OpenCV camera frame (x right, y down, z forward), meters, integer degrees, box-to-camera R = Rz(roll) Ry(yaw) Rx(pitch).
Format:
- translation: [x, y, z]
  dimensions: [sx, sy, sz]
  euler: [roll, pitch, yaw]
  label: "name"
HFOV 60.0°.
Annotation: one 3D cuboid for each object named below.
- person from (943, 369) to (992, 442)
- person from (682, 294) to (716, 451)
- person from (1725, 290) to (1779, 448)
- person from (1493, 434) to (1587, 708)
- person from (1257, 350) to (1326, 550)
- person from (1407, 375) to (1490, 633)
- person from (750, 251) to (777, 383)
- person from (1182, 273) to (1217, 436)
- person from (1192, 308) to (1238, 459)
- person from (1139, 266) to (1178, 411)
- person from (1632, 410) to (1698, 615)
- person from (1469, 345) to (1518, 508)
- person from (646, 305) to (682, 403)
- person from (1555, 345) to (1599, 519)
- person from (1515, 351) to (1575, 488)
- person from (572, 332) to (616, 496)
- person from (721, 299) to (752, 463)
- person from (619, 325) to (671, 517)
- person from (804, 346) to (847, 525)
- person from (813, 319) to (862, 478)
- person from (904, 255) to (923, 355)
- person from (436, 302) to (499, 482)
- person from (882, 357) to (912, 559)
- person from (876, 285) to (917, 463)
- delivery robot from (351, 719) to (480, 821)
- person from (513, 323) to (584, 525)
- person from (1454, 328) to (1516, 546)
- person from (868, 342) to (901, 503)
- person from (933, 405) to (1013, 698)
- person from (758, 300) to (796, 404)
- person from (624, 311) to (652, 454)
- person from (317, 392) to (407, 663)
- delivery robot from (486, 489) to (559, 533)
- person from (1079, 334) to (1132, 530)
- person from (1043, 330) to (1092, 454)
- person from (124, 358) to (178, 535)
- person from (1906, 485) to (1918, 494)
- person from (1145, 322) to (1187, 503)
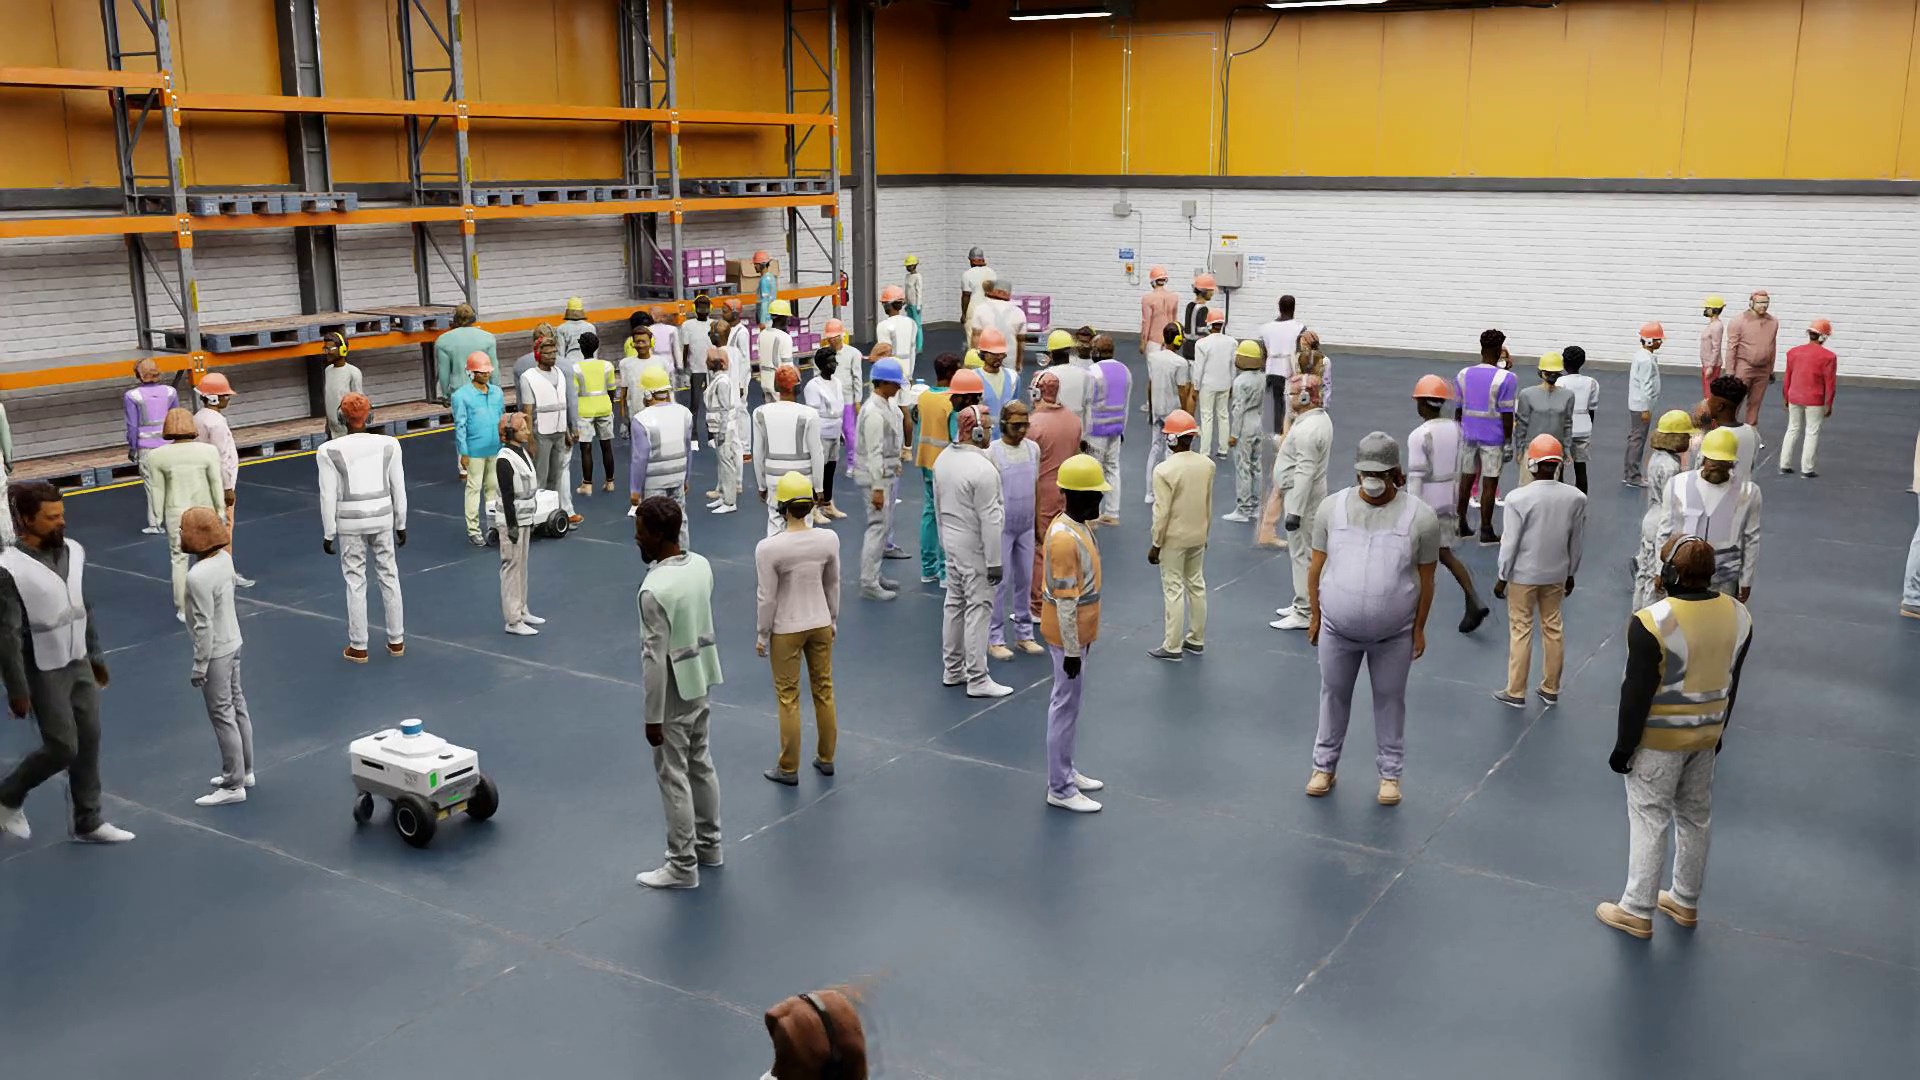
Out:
- translation: [0.067, -0.302, 12.341]
  dimensions: [0.378, 1.938, 0.547]
  euler: [-1, 13, -4]
  label: "person"
- translation: [-3.060, -2.000, 19.871]
  dimensions: [0.514, 1.865, 0.329]
  euler: [-6, 14, -24]
  label: "person"
- translation: [9.494, -2.036, 19.932]
  dimensions: [0.652, 1.906, 0.402]
  euler: [-2, 13, -10]
  label: "person"
- translation: [3.664, 0.194, 10.591]
  dimensions: [0.575, 1.749, 0.336]
  euler: [-3, 13, -13]
  label: "person"
- translation: [3.107, -0.779, 14.719]
  dimensions: [0.957, 1.793, 0.531]
  euler: [1, 13, 6]
  label: "person"
- translation: [3.533, -0.269, 12.313]
  dimensions: [0.537, 1.899, 0.930]
  euler: [-8, 15, -30]
  label: "person"
- translation: [-3.040, -3.464, 25.853]
  dimensions: [0.406, 2.035, 0.608]
  euler: [0, 13, 1]
  label: "person"
- translation: [3.003, -2.328, 20.912]
  dimensions: [0.397, 2.039, 0.616]
  euler: [-2, 13, -9]
  label: "person"
- translation: [2.924, -1.793, 19.210]
  dimensions: [0.564, 1.751, 0.330]
  euler: [-6, 14, -23]
  label: "person"
- translation: [2.719, -2.762, 22.885]
  dimensions: [0.612, 1.995, 0.393]
  euler: [-8, 15, -31]
  label: "person"
- translation: [4.937, -0.045, 11.654]
  dimensions: [0.294, 1.744, 0.486]
  euler: [2, 13, 8]
  label: "person"
- translation: [5.325, -1.135, 16.620]
  dimensions: [0.507, 1.632, 0.265]
  euler: [-4, 13, -15]
  label: "person"
- translation: [-3.801, -2.162, 21.093]
  dimensions: [0.569, 1.616, 0.369]
  euler: [-5, 14, -23]
  label: "person"
- translation: [5.875, -1.026, 16.032]
  dimensions: [0.533, 1.691, 0.321]
  euler: [-3, 13, -11]
  label: "person"
- translation: [5.234, -0.808, 14.916]
  dimensions: [0.522, 1.768, 0.312]
  euler: [-1, 13, -3]
  label: "person"
- translation: [-3.806, -1.303, 17.213]
  dimensions: [0.534, 1.697, 0.318]
  euler: [-10, 16, -36]
  label: "person"
- translation: [-2.577, -1.814, 19.021]
  dimensions: [0.355, 1.882, 0.576]
  euler: [-7, 15, -27]
  label: "person"
- translation: [-3.058, -1.157, 16.200]
  dimensions: [0.531, 1.871, 0.322]
  euler: [-2, 13, -9]
  label: "person"
- translation: [-1.280, -1.003, 15.910]
  dimensions: [0.321, 1.697, 0.530]
  euler: [7, 15, 28]
  label: "person"
- translation: [-1.349, -1.552, 18.205]
  dimensions: [0.573, 1.738, 0.355]
  euler: [4, 14, 16]
  label: "person"
- translation: [-0.842, -4.164, 29.495]
  dimensions: [0.338, 1.761, 0.524]
  euler: [-7, 15, -28]
  label: "person"
- translation: [-5.278, -1.587, 17.910]
  dimensions: [0.627, 1.941, 0.371]
  euler: [-4, 14, -16]
  label: "person"
- translation: [-0.612, -0.715, 14.530]
  dimensions: [0.320, 1.761, 0.525]
  euler: [-4, 14, -17]
  label: "person"
- translation: [-0.757, -1.856, 18.850]
  dimensions: [0.376, 2.041, 0.615]
  euler: [10, 16, 36]
  label: "person"
- translation: [-2.863, 1.182, 8.728]
  dimensions: [0.707, 0.478, 0.477]
  euler: [9, 15, 33]
  label: "delivery robot"
- translation: [-3.881, -1.082, 15.722]
  dimensions: [0.630, 1.940, 0.372]
  euler: [4, 13, 15]
  label: "person"
- translation: [4.727, -0.927, 15.014]
  dimensions: [0.376, 1.958, 0.603]
  euler: [-10, 16, -37]
  label: "person"
- translation: [-0.782, -1.187, 16.846]
  dimensions: [0.278, 1.633, 0.507]
  euler: [-4, 14, -17]
  label: "person"
- translation: [0.096, 0.070, 10.798]
  dimensions: [0.409, 1.906, 0.652]
  euler: [-8, 15, -30]
  label: "person"
- translation: [-2.005, -1.698, 18.445]
  dimensions: [0.397, 1.920, 0.587]
  euler: [-10, 16, -38]
  label: "person"
- translation: [-3.779, -1.854, 19.609]
  dimensions: [0.321, 1.692, 0.529]
  euler: [1, 13, 5]
  label: "person"
- translation: [-4.123, -0.086, 11.526]
  dimensions: [0.582, 1.882, 0.351]
  euler: [-9, 16, -34]
  label: "person"
- translation: [-3.981, -0.295, 15.134]
  dimensions: [0.477, 0.478, 0.707]
  euler: [6, 14, 24]
  label: "delivery robot"
- translation: [1.333, -1.016, 15.685]
  dimensions: [0.636, 1.833, 0.431]
  euler: [-11, 17, -41]
  label: "person"
- translation: [0.926, -0.980, 15.332]
  dimensions: [0.623, 1.907, 0.426]
  euler: [-7, 15, -28]
  label: "person"
- translation: [-7.472, -0.867, 15.447]
  dimensions: [0.309, 1.639, 0.523]
  euler: [9, 16, 34]
  label: "person"
- translation: [10.100, -1.357, 17.317]
  dimensions: [0.344, 1.762, 0.527]
  euler: [8, 15, 32]
  label: "person"
- translation: [2.078, -1.252, 16.656]
  dimensions: [0.334, 1.856, 0.527]
  euler: [-11, 17, -40]
  label: "person"
